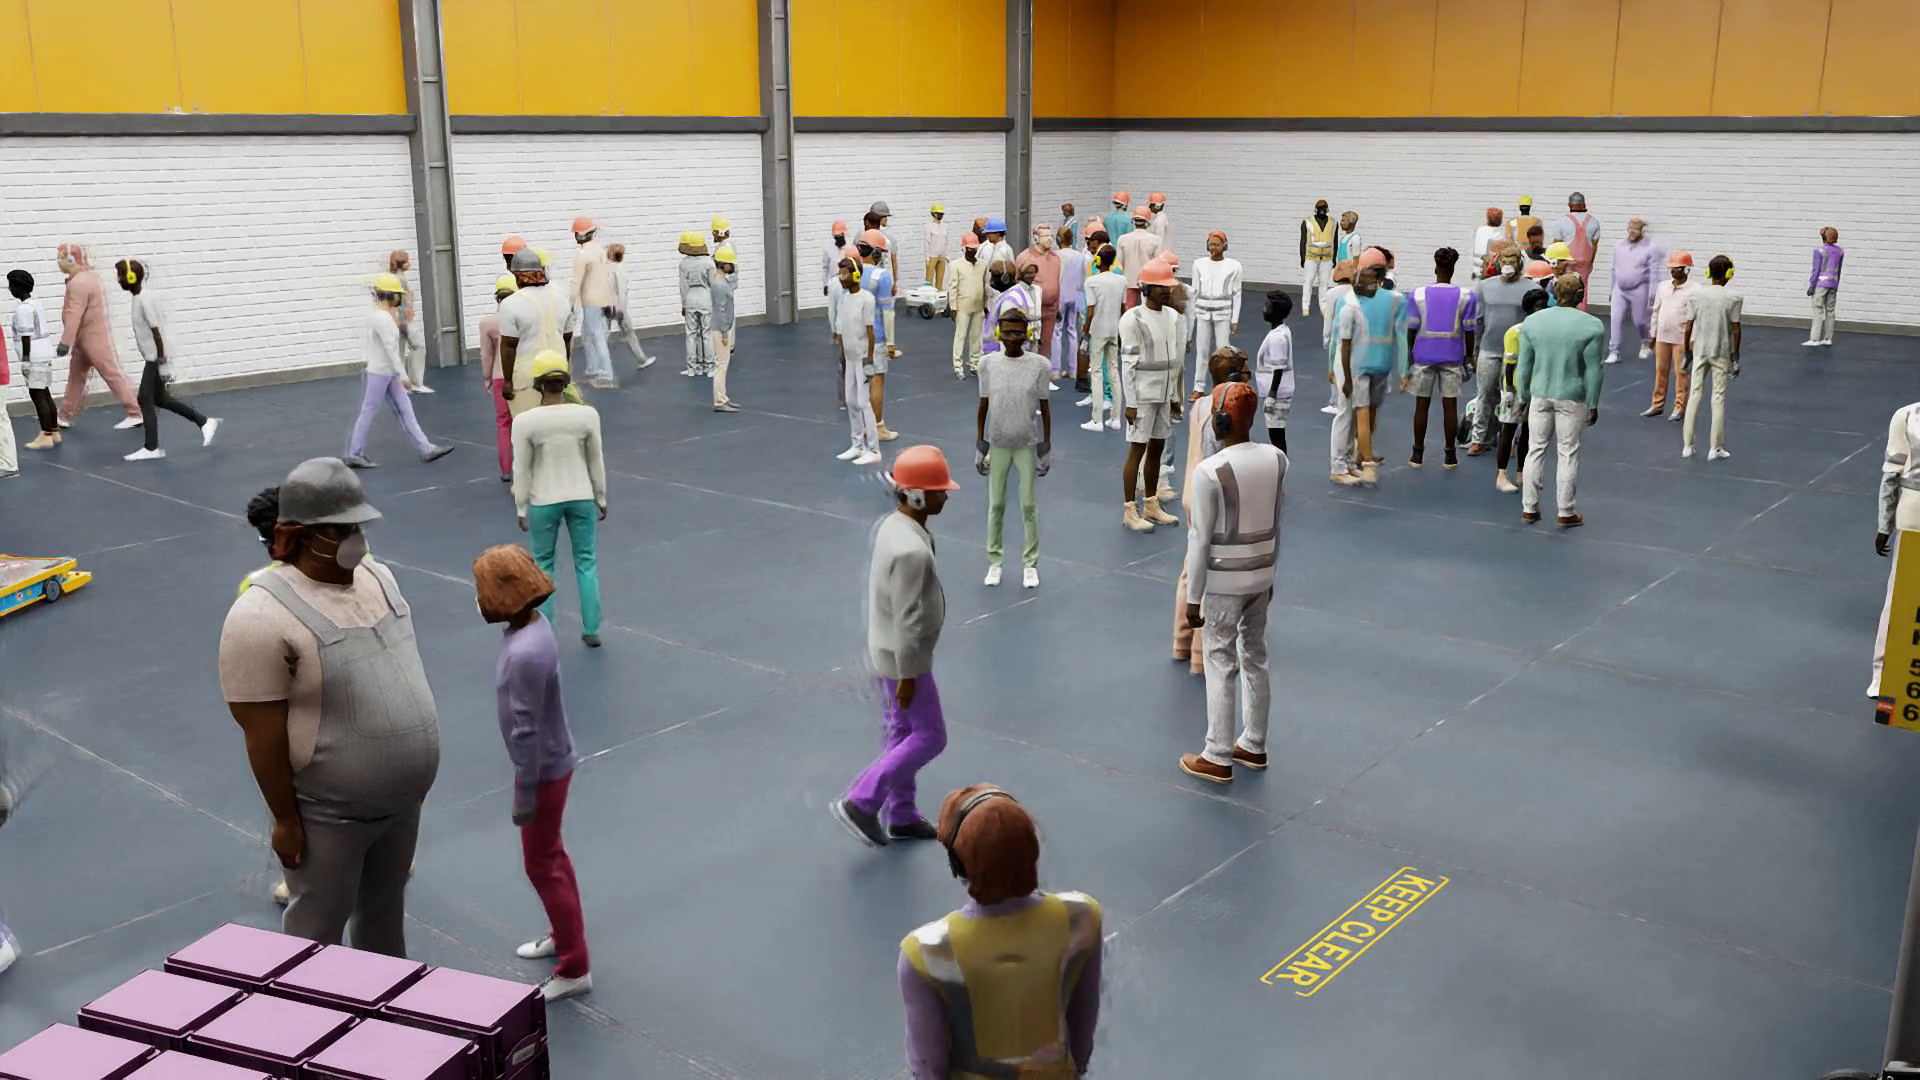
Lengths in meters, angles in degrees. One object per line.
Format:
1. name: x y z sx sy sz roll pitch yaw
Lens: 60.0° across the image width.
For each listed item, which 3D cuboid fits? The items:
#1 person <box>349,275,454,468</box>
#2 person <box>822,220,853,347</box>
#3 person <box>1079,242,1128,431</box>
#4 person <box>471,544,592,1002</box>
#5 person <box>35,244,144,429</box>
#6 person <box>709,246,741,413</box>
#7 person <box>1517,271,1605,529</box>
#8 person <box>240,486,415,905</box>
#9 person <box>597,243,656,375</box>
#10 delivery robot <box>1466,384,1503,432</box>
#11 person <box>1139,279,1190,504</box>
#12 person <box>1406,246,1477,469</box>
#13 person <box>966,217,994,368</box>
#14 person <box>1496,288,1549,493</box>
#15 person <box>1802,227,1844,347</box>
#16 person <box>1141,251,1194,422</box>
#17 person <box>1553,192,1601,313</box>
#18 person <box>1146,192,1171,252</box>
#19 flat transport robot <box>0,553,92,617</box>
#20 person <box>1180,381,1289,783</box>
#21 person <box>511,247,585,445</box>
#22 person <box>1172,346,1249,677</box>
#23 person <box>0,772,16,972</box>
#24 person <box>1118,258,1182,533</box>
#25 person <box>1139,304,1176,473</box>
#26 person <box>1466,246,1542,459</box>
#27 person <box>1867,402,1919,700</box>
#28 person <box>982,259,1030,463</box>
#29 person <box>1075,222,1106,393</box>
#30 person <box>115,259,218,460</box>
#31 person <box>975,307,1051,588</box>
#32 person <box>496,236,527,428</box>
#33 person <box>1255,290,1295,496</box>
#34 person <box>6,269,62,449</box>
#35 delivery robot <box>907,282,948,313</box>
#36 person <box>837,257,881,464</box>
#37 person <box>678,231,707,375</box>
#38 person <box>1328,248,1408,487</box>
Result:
1. person: -5.064 -1.491 14.809 0.926 1.701 0.544 -3 14 -12
2. person: -1.630 -3.513 22.835 0.597 1.726 0.575 3 14 10
3. person: 1.425 -2.023 16.594 0.538 1.875 0.313 -8 16 -29
4. person: -1.492 0.806 5.817 0.317 1.616 0.507 -4 15 -14
5. person: -8.728 -2.008 16.578 1.009 1.856 0.648 -7 16 -26
6. person: -2.496 -2.235 17.685 0.344 1.758 0.532 -2 14 -6
7. person: 4.531 -1.058 12.606 0.633 1.938 0.356 11 18 37
8. person: -2.475 0.603 6.518 0.589 1.675 0.328 -8 16 -30
9. person: -4.175 -2.834 20.397 0.514 1.587 0.876 11 18 38
10. delivery robot: 5.157 -1.278 16.103 0.477 0.478 0.707 9 16 31
11. person: 1.667 -1.203 13.481 0.641 1.810 0.505 12 19 41
12. person: 4.246 -1.610 14.758 0.613 1.963 0.362 4 14 14
13. person: 0.275 -3.081 20.806 0.355 1.883 0.575 -2 14 -9
14. person: 4.718 -1.243 13.835 0.535 1.697 0.322 -7 16 -26
15. person: 11.898 -3.481 22.899 0.522 1.638 0.311 -5 15 -20
16. person: 2.111 -2.072 17.026 0.563 1.755 0.318 -2 14 -6
17. person: 9.227 -4.228 25.068 0.683 2.000 0.535 0 14 -1
18. person: 3.093 -4.436 26.028 0.421 1.984 0.618 2 14 8
19. flat transport robot: -6.170 0.344 10.387 0.652 0.197 1.431 2 14 6
20. person: 1.269 0.198 7.726 0.569 1.878 0.351 -10 17 -34
21. person: -3.963 -1.880 16.016 0.604 1.887 0.941 11 18 38
22. person: 1.421 -0.163 9.267 0.374 1.833 0.516 -4 15 -17
23. person: -3.468 0.808 5.428 0.550 1.805 1.030 0 14 -2
24. person: 1.454 -1.087 12.513 0.370 2.044 0.608 13 19 43
25. person: 1.755 -1.392 14.563 0.283 1.633 0.497 -2 14 -10
26. person: 4.973 -1.715 15.232 0.627 1.940 0.371 6 15 23
27. person: 5.132 -0.079 8.717 0.585 1.929 0.364 6 15 23
28. person: 0.414 -1.616 15.061 0.429 1.837 0.624 1 14 5
29. person: 1.508 -2.644 18.978 0.378 1.931 0.540 -1 14 -4
30. person: -7.314 -1.665 15.260 0.757 1.837 0.570 -8 16 -28
31. person: 0.351 -0.606 10.968 0.508 1.862 0.326 2 14 9
32. person: -4.433 -2.067 16.672 0.392 1.929 0.546 0 14 -1
33. person: 2.586 -1.205 13.682 0.321 1.699 0.529 3 14 12
34. person: -8.751 -1.710 15.727 0.319 1.688 0.538 -4 15 -16
35. delivery robot: -0.516 -3.845 26.360 0.477 0.478 0.707 -13 19 -42
36. person: -0.931 -1.618 15.028 0.327 1.853 0.526 -10 17 -34
37. person: -3.280 -2.897 20.351 0.309 1.744 0.485 5 15 18
38. person: 3.479 -1.505 14.291 0.617 1.978 1.094 -1 14 -3
